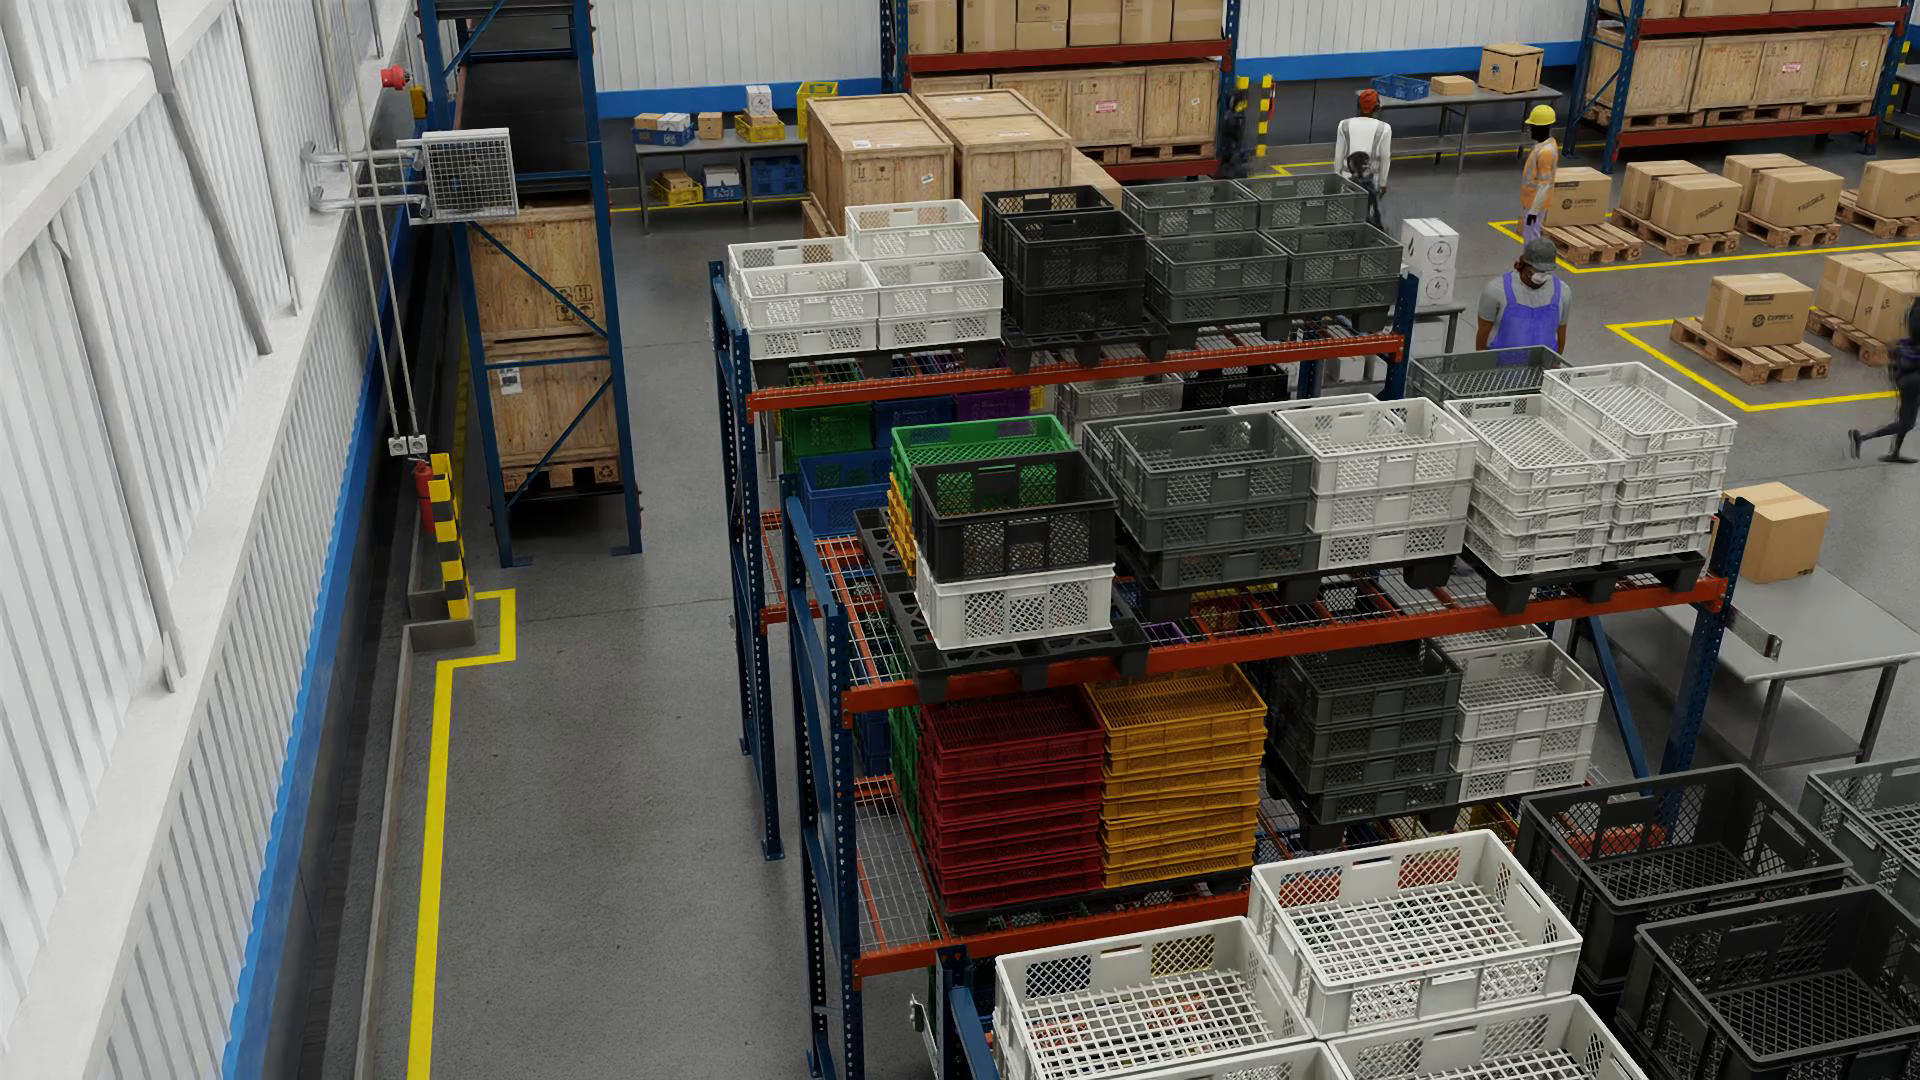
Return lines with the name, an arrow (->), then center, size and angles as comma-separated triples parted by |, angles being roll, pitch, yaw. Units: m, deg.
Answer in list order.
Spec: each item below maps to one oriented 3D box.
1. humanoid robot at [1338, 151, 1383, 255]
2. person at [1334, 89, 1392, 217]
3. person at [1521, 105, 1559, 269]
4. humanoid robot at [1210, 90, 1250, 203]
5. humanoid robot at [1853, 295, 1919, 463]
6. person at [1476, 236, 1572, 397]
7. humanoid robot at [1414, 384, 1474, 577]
humanoid robot -> 3.921, -2.962, 16.169 | 0.430, 1.622, 0.634 | -10, 30, -19
person -> 4.217, -3.794, 17.515 | 0.573, 1.882, 0.356 | 11, 30, 21
person -> 5.765, -3.405, 16.732 | 0.379, 1.923, 0.587 | 7, 29, 13
humanoid robot -> 3.019, -4.199, 18.560 | 0.788, 1.627, 0.615 | -11, 30, -20
humanoid robot -> 7.481, -1.356, 13.117 | 0.505, 1.651, 0.600 | 7, 29, 13
person -> 4.272, -1.346, 12.702 | 0.678, 2.000, 0.535 | 2, 28, 3
humanoid robot -> 3.361, -0.522, 11.542 | 0.538, 1.632, 0.612 | 0, 28, 0
